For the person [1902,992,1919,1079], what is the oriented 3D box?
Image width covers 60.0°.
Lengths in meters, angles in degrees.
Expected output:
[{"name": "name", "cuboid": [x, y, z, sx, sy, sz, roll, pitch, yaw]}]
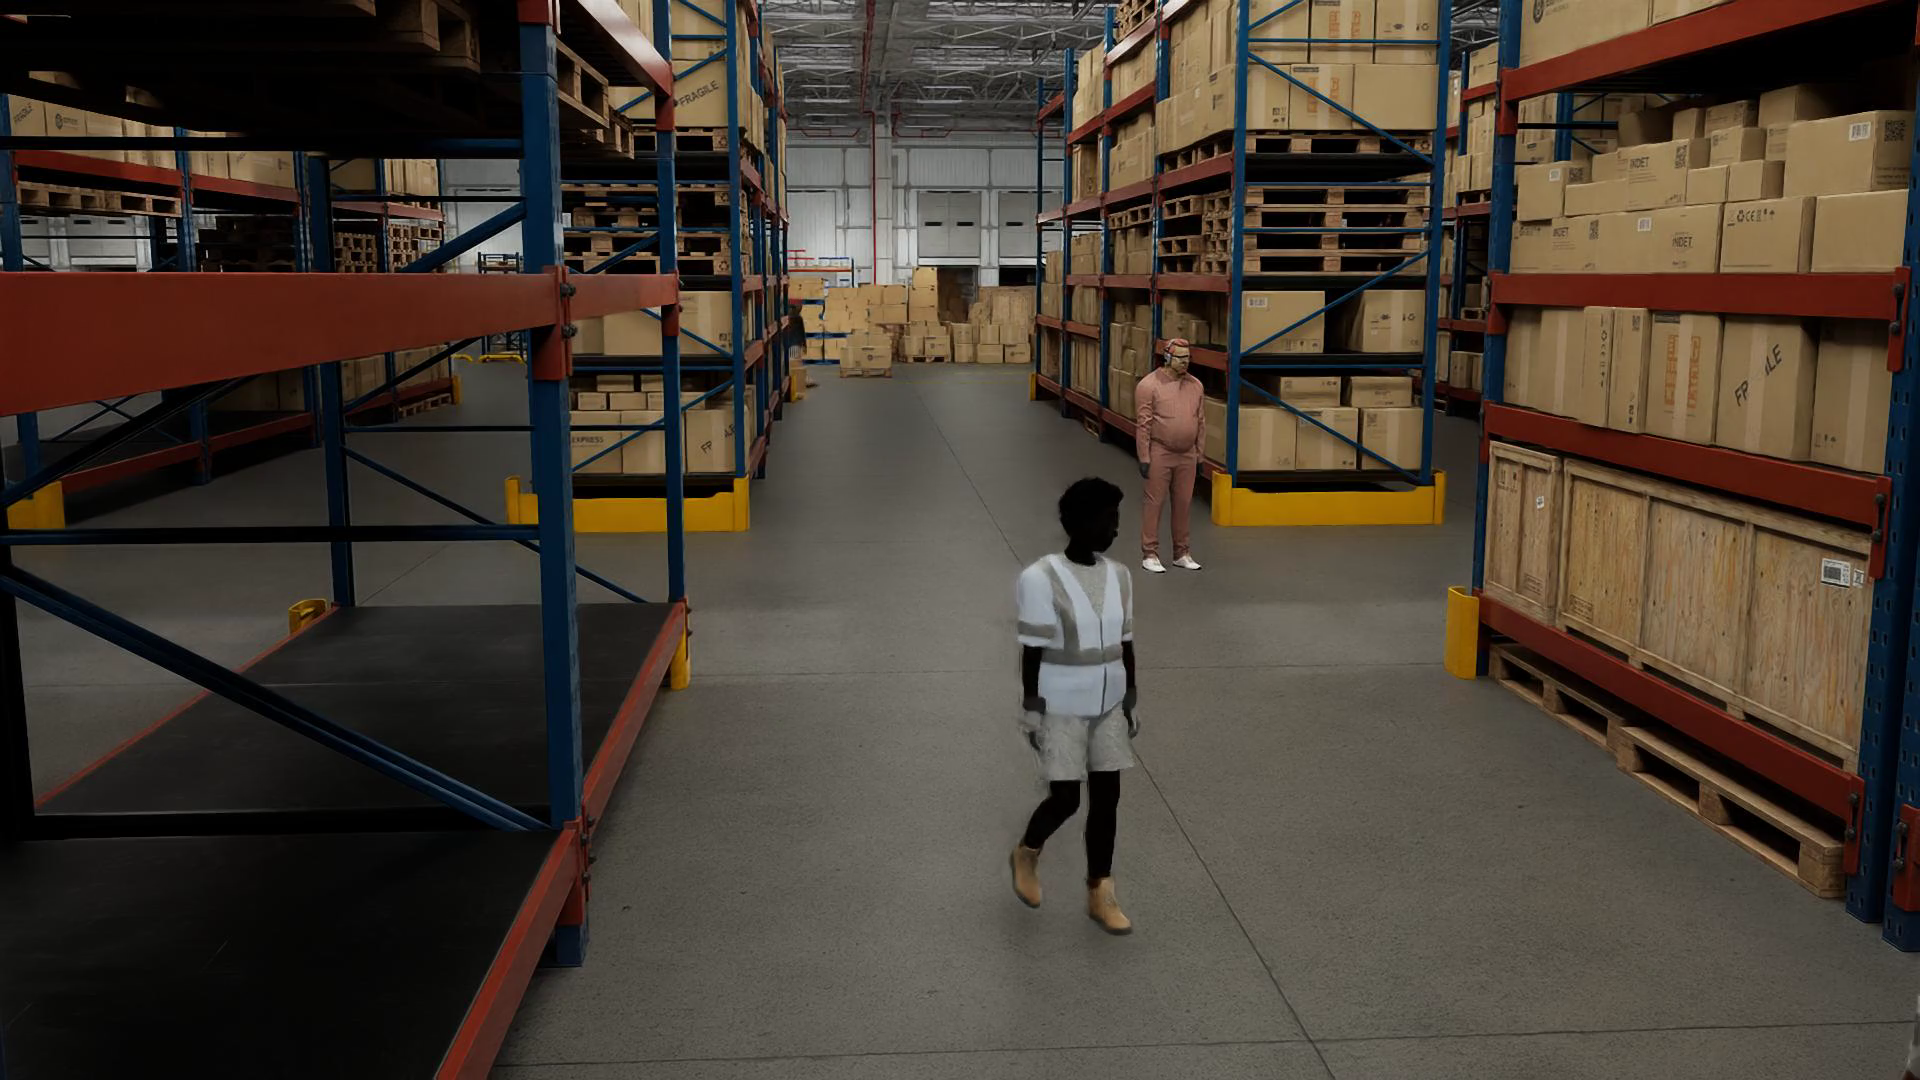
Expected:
[{"name": "person", "cuboid": [2.190, 1.008, 3.238, 0.613, 1.783, 0.925, 0, 9, -1]}]

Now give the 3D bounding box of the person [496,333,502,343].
[{"name": "person", "cuboid": [-16.292, -7.928, 59.027, 0.625, 1.880, 0.646, 3, 10, 19]}]

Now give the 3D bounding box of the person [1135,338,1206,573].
[{"name": "person", "cuboid": [1.728, -0.683, 13.505, 0.642, 1.900, 0.400, -4, 10, -25]}]

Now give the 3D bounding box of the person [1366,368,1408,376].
[{"name": "person", "cuboid": [6.570, -2.560, 25.563, 0.631, 1.816, 0.837, 1, 9, 3]}]

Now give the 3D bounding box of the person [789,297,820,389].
[{"name": "person", "cuboid": [-3.430, -4.085, 34.715, 1.051, 1.944, 0.636, -5, 10, -29]}]

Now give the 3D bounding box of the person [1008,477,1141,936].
[{"name": "person", "cuboid": [0.444, 0.604, 6.100, 0.557, 1.672, 0.447, -6, 11, -35]}]

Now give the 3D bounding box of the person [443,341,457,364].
[{"name": "person", "cuboid": [-11.888, -4.621, 38.321, 0.592, 1.874, 0.419, -3, 10, -20]}]
